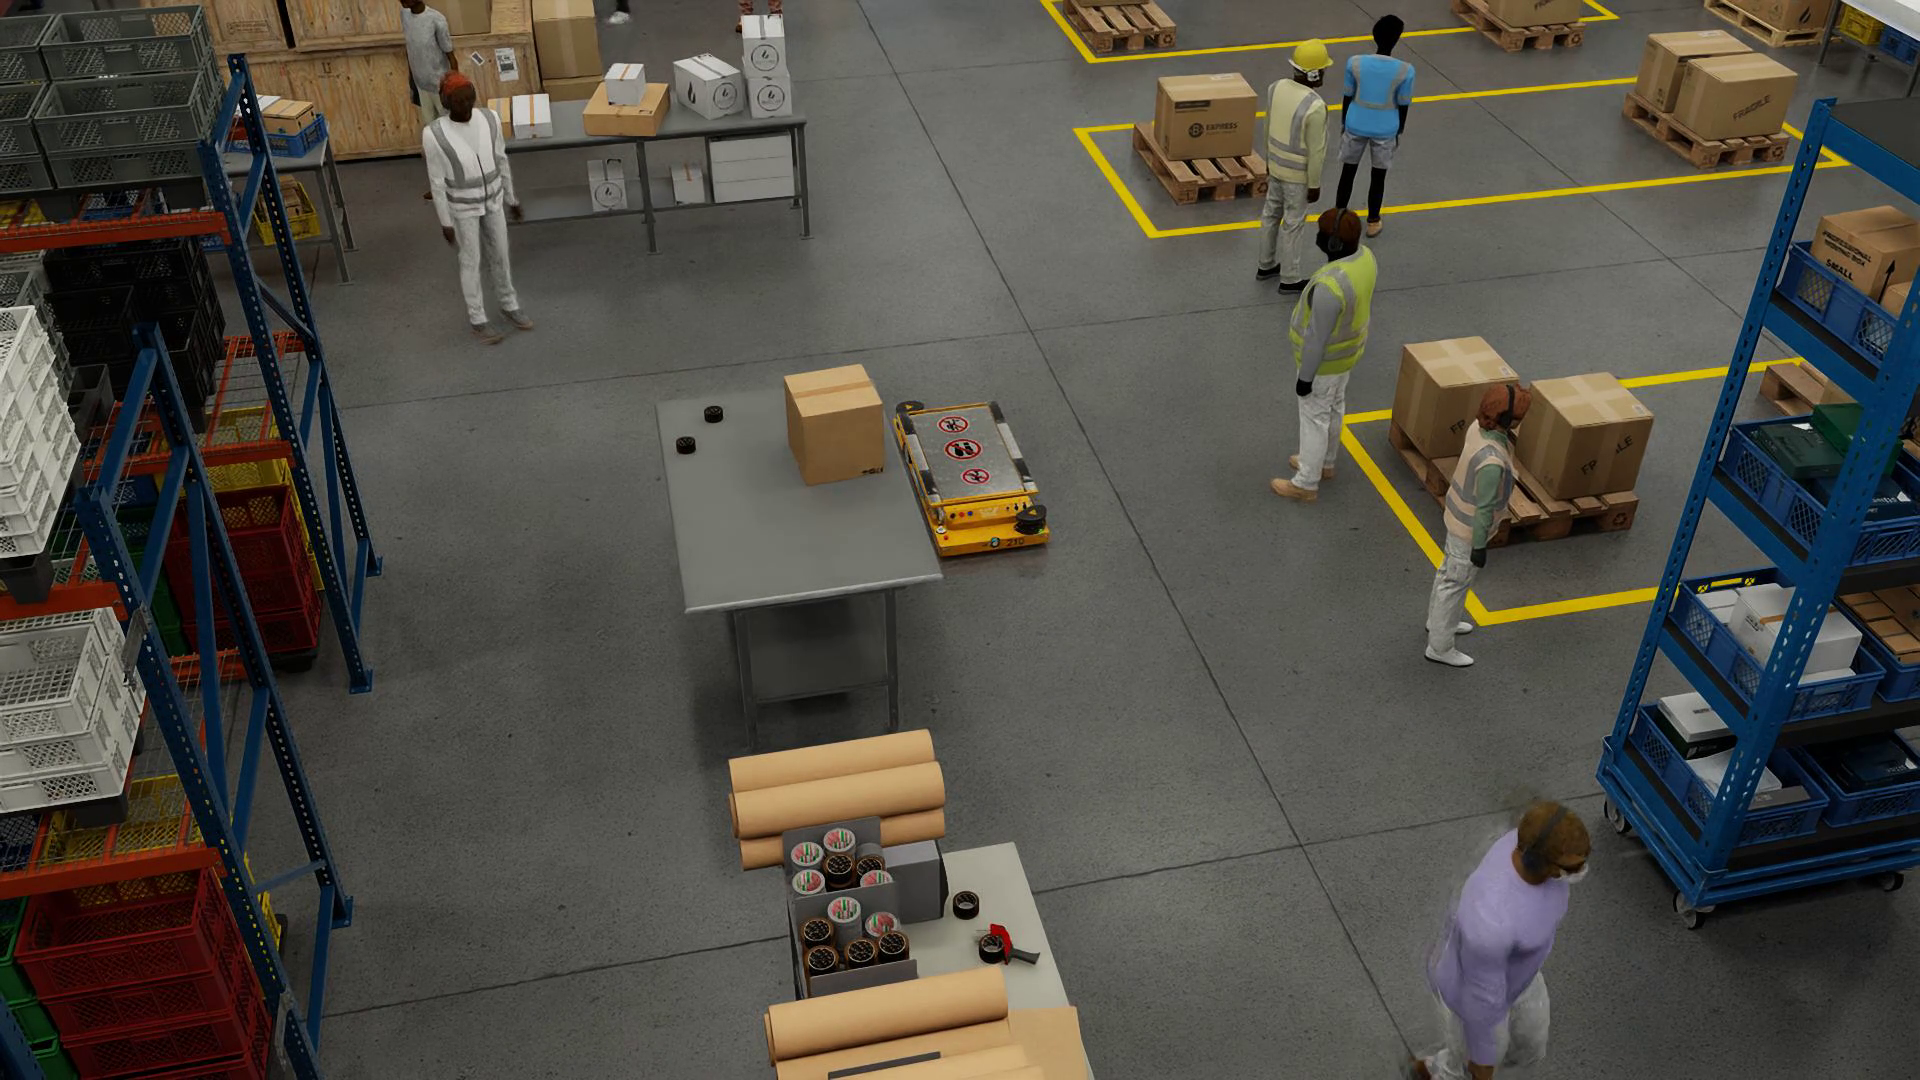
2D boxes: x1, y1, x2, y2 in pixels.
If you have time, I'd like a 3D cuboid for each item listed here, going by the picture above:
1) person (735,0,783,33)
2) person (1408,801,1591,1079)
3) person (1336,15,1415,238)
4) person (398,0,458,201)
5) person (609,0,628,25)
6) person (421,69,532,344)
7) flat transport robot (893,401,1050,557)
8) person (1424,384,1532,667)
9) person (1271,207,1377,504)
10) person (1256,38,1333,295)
[{"bbox_3d":[-1.969,-5.862,16.054,0.637,1.904,0.403,4,37,5],"label":"person"},{"bbox_3d":[1.929,1.628,5.974,0.422,1.917,0.655,26,44,31],"label":"person"},{"bbox_3d":[3.099,-3.099,12.516,0.529,1.688,0.318,15,39,20],"label":"person"},{"bbox_3d":[-4.088,-3.494,12.898,0.532,1.869,0.310,21,41,26],"label":"person"},{"bbox_3d":[-3.586,-6.018,16.285,0.635,1.878,0.515,-7,37,-9],"label":"person"},{"bbox_3d":[-3.256,-2.246,11.209,0.350,1.883,0.584,29,46,33],"label":"person"},{"bbox_3d":[0.046,-0.430,10.108,0.652,0.197,1.431,-8,37,-10],"label":"flat transport robot"},{"bbox_3d":[2.622,-0.082,8.510,0.313,1.634,0.514,6,37,8],"label":"person"},{"bbox_3d":[2.119,-1.074,9.678,0.428,1.835,0.614,21,42,26],"label":"person"},{"bbox_3d":[2.375,-2.643,11.782,0.404,1.834,0.591,-16,39,-20],"label":"person"}]
